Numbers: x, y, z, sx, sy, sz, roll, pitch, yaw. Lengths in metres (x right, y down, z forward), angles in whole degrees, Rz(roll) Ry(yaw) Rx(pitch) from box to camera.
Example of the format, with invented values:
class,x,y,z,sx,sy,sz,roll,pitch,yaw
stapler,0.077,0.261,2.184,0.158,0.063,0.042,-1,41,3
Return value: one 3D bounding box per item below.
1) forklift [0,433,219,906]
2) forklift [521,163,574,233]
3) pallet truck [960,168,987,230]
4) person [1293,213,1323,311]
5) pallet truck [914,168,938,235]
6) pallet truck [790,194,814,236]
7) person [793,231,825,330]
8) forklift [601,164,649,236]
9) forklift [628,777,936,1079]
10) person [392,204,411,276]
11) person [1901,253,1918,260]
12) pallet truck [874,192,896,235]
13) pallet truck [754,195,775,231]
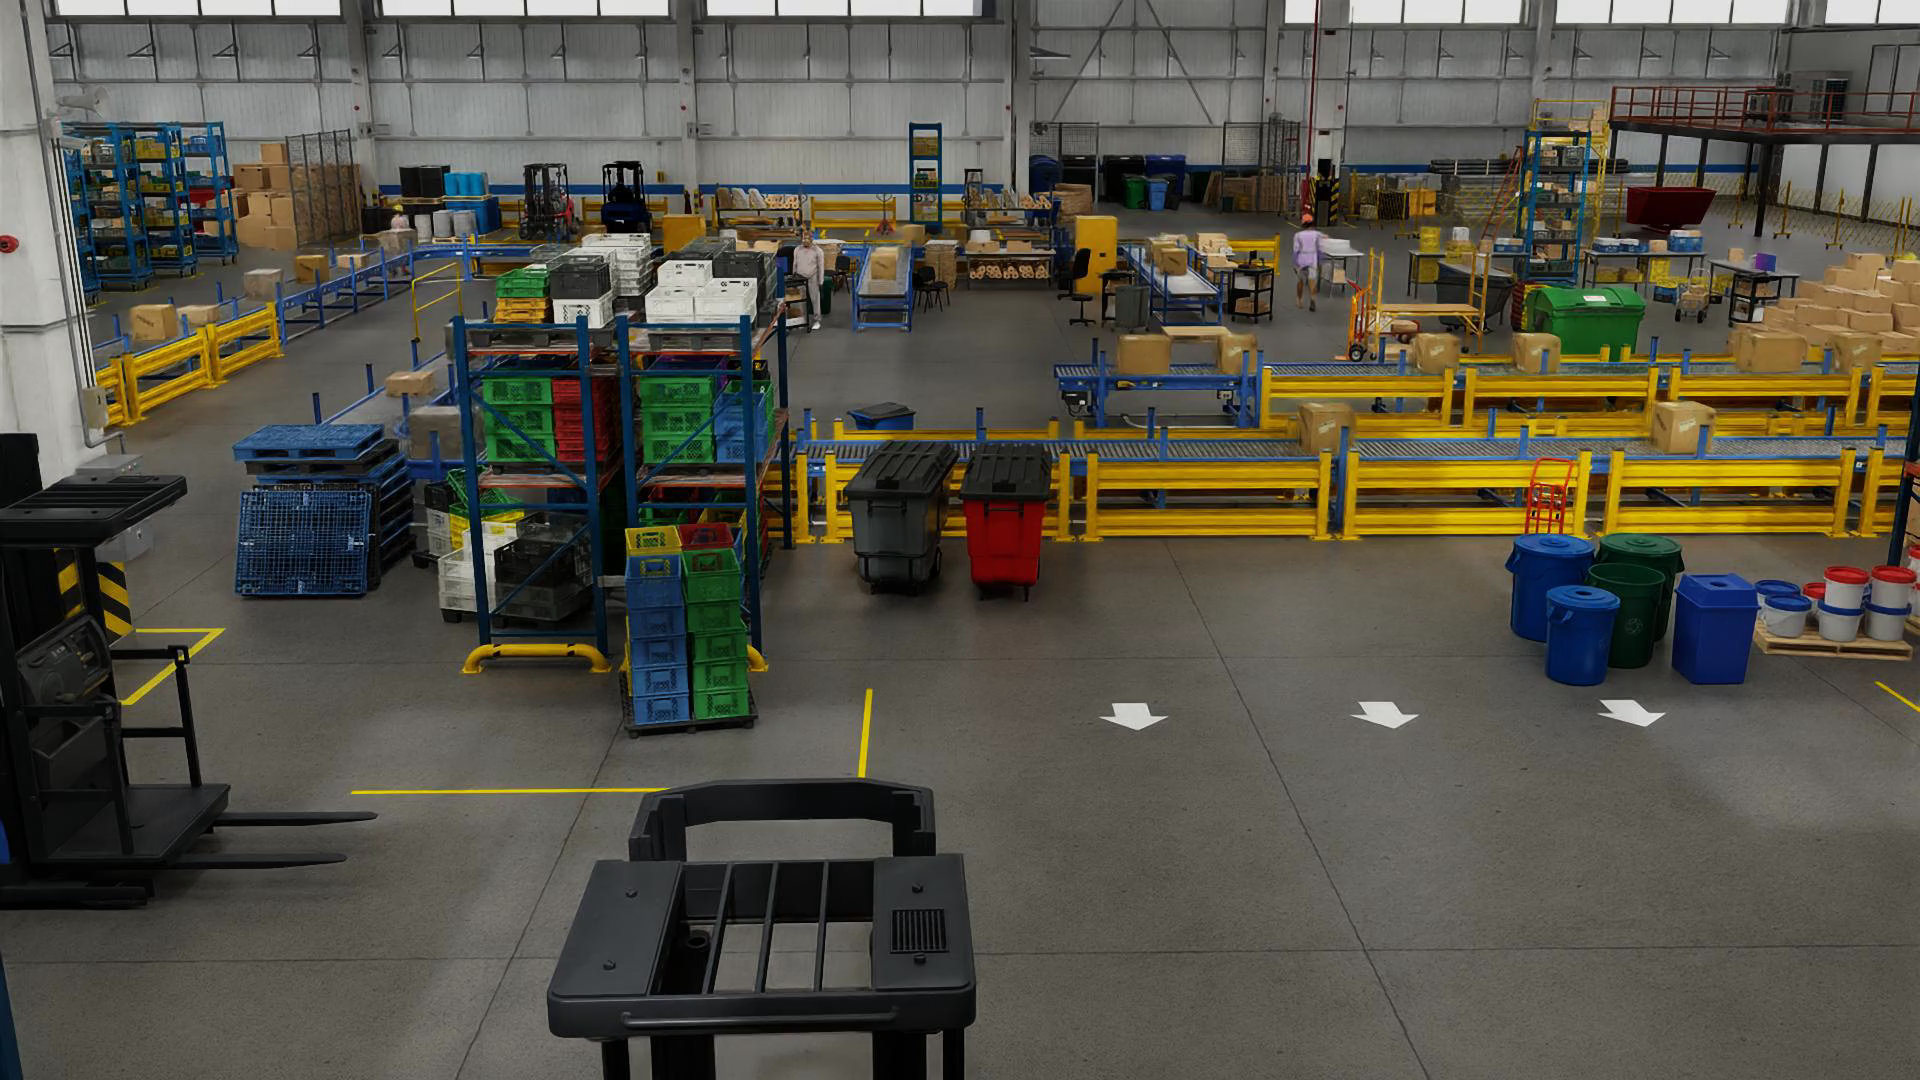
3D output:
class,x,y,z,sx,sy,sz,roll,pitch,yaw
forklift,-5.952,0.780,10.366,1.873,2.768,1.129,0,16,-1
forklift,-12.233,-10.122,49.298,1.157,1.987,2.680,0,16,-1
pallet truck,0.383,-10.230,50.206,0.823,1.965,1.885,-1,16,-3
person,7.289,-5.820,34.864,0.618,2.015,0.907,1,16,4
pallet truck,-0.989,-10.316,50.507,0.823,1.965,1.885,1,16,3
pallet truck,-4.814,-9.883,50.259,0.704,1.261,1.522,-1,16,-3
person,-2.950,-5.054,32.388,0.666,1.903,0.401,5,17,18
forklift,-9.948,-10.127,49.296,1.157,1.987,2.680,-1,16,-3
forklift,-0.542,2.165,5.552,1.129,2.768,1.873,-1,16,-2
person,-13.591,-7.256,40.317,0.554,1.748,0.559,13,20,37
person,16.817,-4.241,29.790,0.966,1.782,0.604,9,18,28
pallet truck,-2.277,-9.986,50.594,0.653,1.274,1.630,0,16,-1
pallet truck,-6.051,-9.967,50.660,0.680,1.201,1.601,0,16,-1
